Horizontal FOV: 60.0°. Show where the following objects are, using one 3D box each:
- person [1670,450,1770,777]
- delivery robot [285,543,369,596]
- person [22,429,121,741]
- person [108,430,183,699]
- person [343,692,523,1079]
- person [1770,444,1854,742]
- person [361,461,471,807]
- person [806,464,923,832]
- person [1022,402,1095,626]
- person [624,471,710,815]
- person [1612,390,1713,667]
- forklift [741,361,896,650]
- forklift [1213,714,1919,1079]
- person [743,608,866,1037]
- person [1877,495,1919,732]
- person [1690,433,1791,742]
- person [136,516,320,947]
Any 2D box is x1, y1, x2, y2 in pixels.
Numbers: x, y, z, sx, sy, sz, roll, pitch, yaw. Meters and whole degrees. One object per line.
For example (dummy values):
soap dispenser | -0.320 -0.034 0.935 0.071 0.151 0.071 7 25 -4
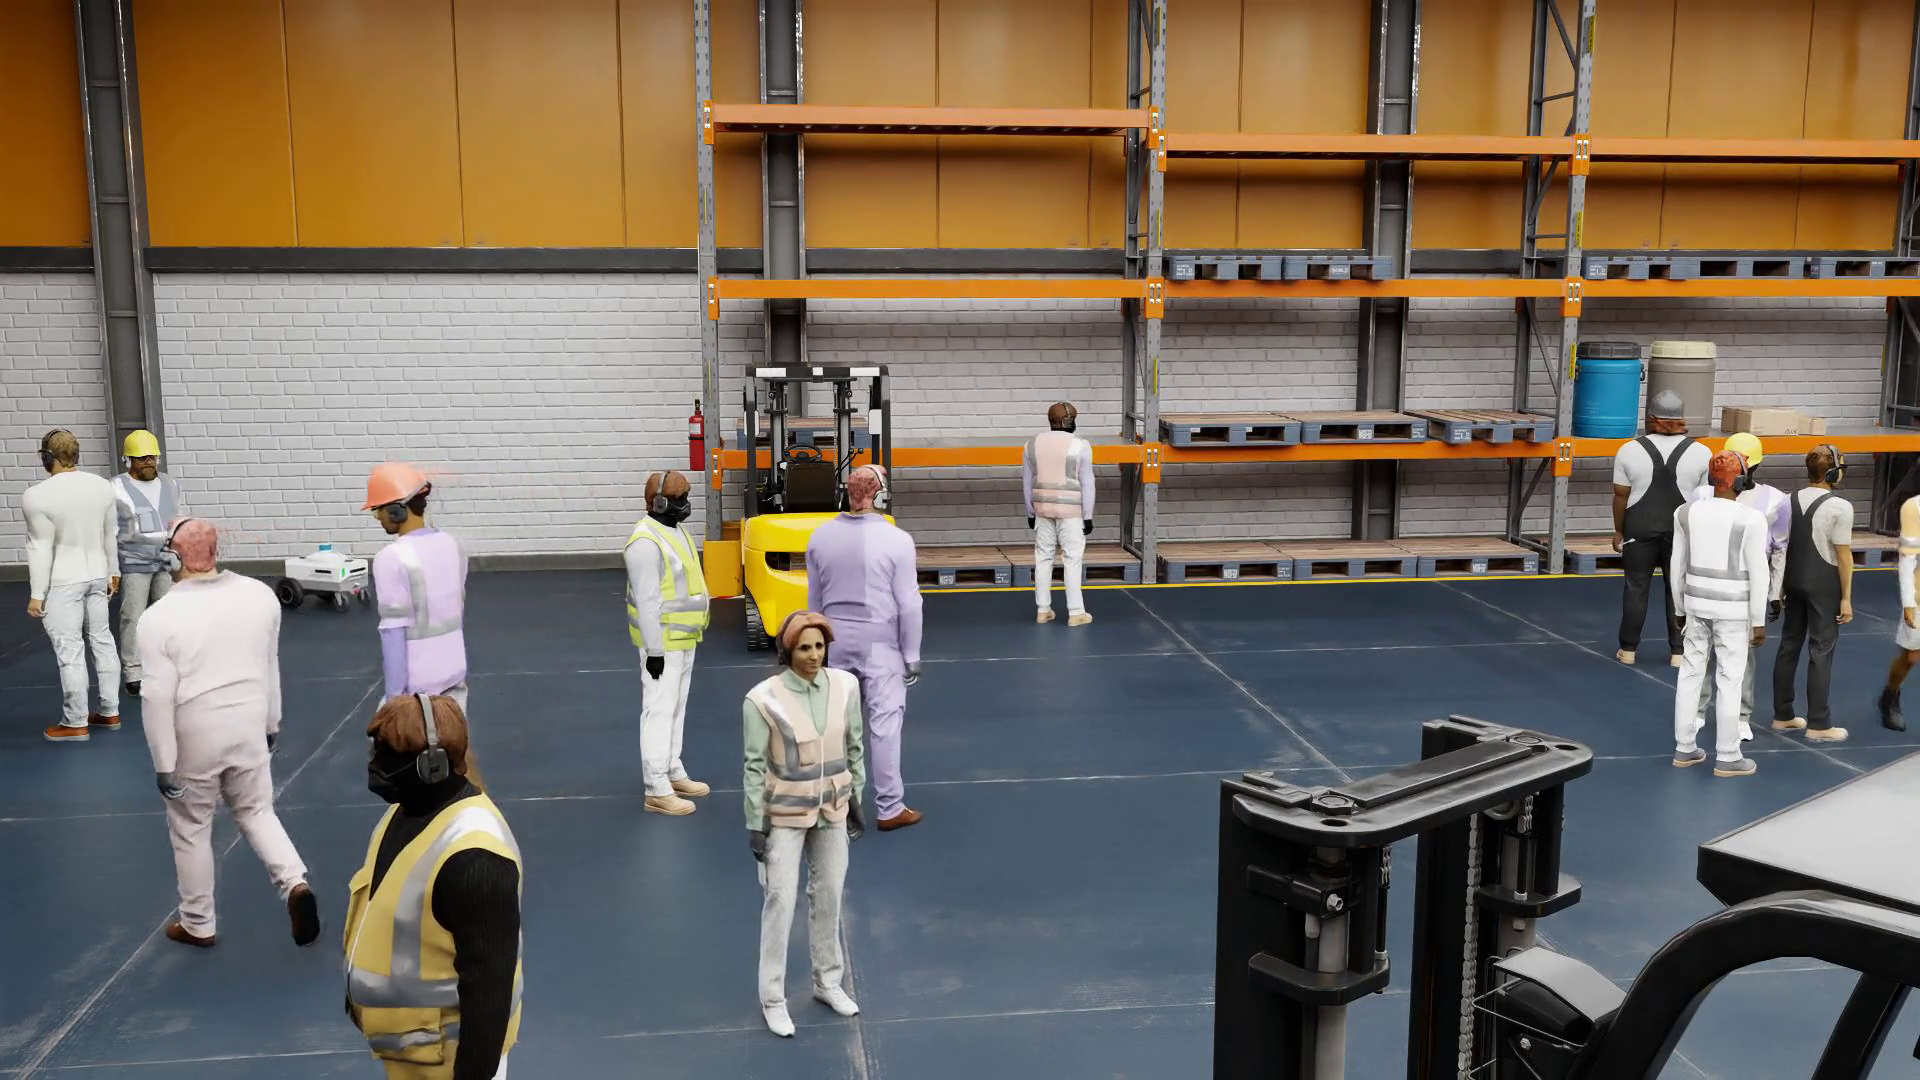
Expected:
person | 4.379 0.419 9.599 0.356 1.883 0.574 -7 11 -35
delivery robot | -5.462 0.269 14.352 0.707 0.478 0.477 3 10 24
person | -5.503 0.277 10.311 0.372 1.940 0.631 3 10 19
person | -5.560 0.155 11.404 0.403 1.830 0.600 6 11 33
person | -1.347 1.291 4.283 0.429 1.844 0.625 -7 11 -36
person | 5.293 0.325 10.299 0.345 1.846 0.508 -4 10 -24
person | -2.578 0.632 7.841 0.683 2.010 0.629 3 10 20
person | -0.471 0.556 8.669 0.651 1.906 0.403 5 10 27
person | 0.826 -0.215 13.694 0.624 1.841 0.430 5 10 28
person | -1.562 0.540 8.971 0.429 1.840 0.635 1 9 6
person | 5.170 -0.090 12.283 0.689 2.000 0.539 3 10 20
forklift | -1.154 -0.340 13.365 1.214 2.155 2.313 -1 9 -7
forklift | 1.441 1.425 2.350 1.214 2.155 2.313 -7 12 -39
person | -0.595 1.063 6.369 0.527 1.632 0.315 -7 11 -35
person | 5.958 0.327 10.162 0.539 1.893 0.900 2 9 11
person | 4.788 0.288 10.309 0.585 1.917 0.382 5 10 27
person | -3.101 0.835 6.992 0.751 1.885 0.648 7 11 36
